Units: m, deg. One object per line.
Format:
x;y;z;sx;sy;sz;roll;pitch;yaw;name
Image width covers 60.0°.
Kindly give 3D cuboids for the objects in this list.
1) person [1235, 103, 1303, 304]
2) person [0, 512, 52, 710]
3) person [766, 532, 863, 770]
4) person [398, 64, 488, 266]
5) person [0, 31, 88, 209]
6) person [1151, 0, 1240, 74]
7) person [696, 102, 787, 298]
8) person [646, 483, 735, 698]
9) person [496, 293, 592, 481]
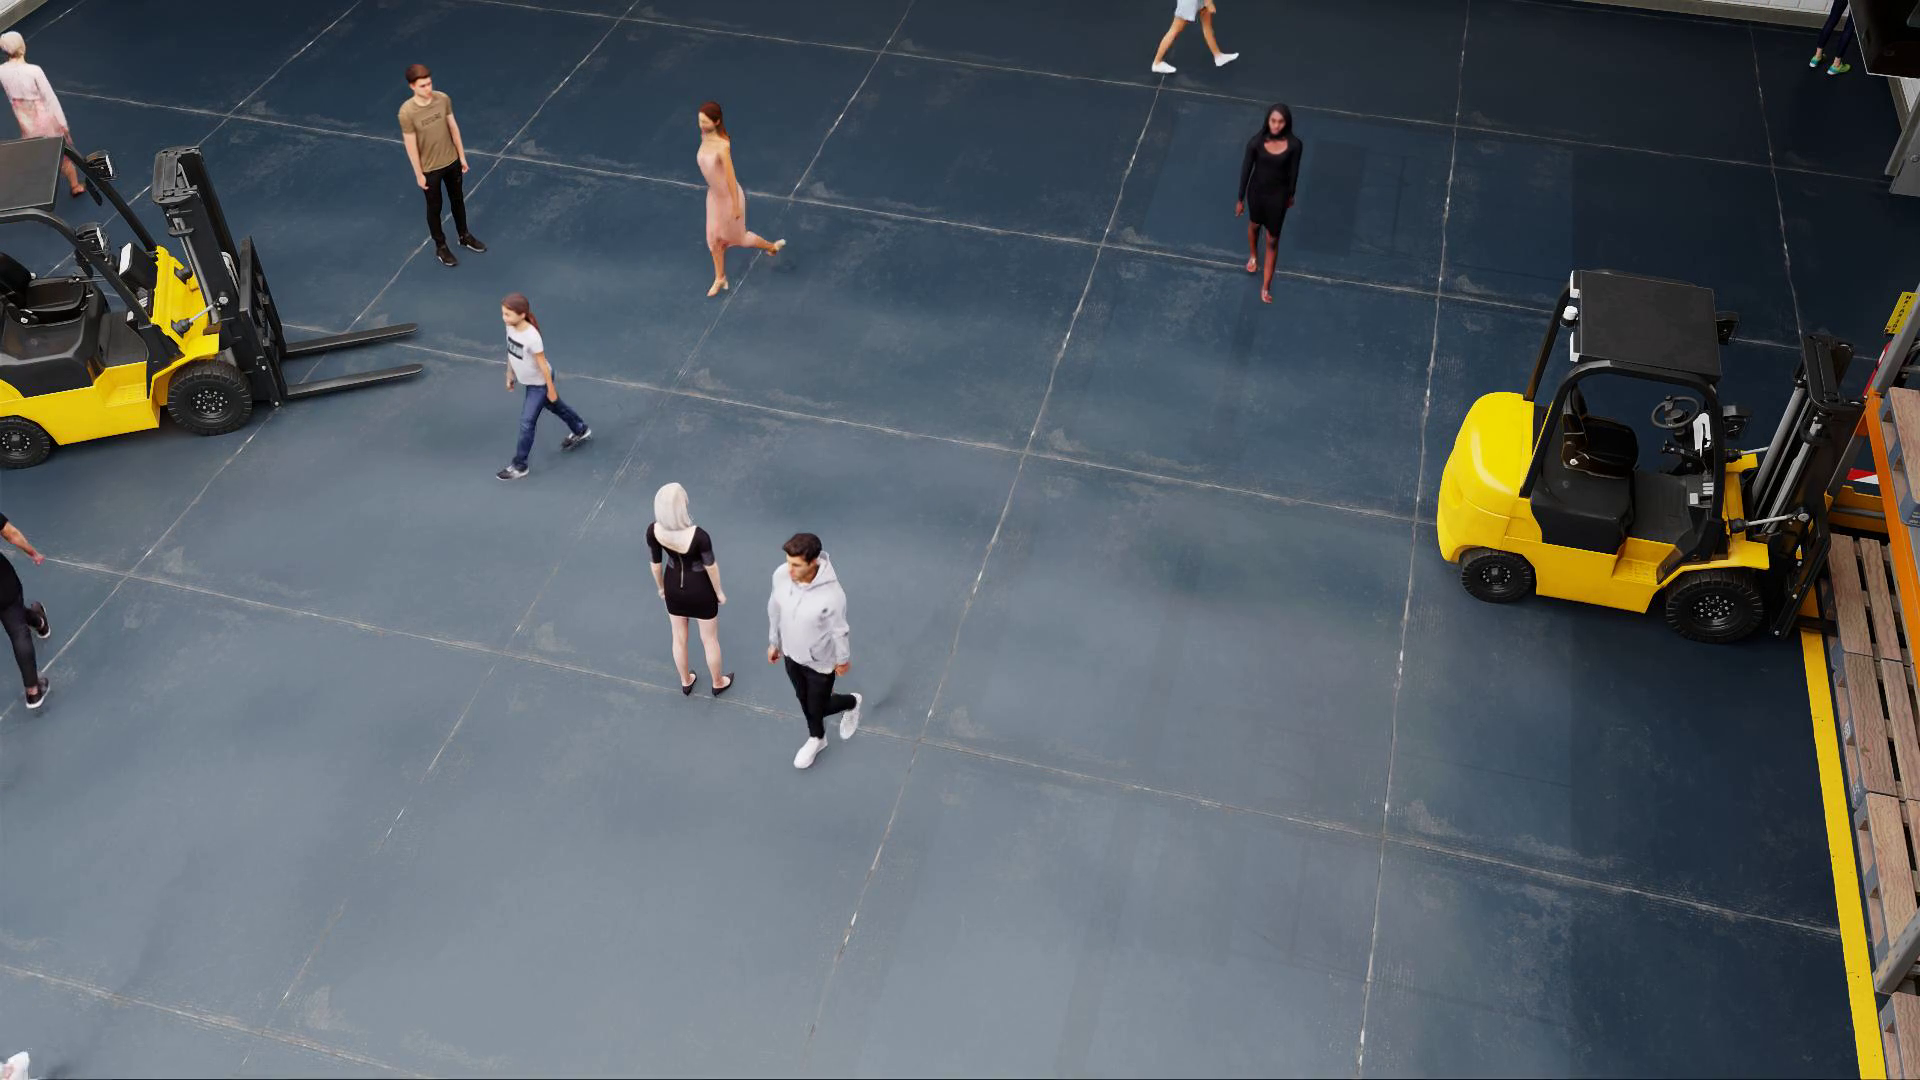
2.619;-2.968;14.181;0.716;1.686;1.105;6;44;6;person
-6.237;0.307;10.655;1.184;1.808;1.339;-13;45;-14;person
-0.867;0.621;10.247;0.830;1.915;0.928;24;49;23;person
-4.520;-3.267;14.377;0.791;1.849;0.655;32;52;29;person
-8.327;-3.746;15.003;0.784;1.679;0.933;-3;44;-3;person
2.247;-5.482;16.822;0.864;1.683;1.138;0;44;0;person
-1.899;-2.908;14.035;1.108;1.800;0.978;-25;49;-24;person
-1.728;0.331;10.614;0.603;1.830;0.516;7;44;7;person
-3.124;-1.224;12.472;1.128;1.518;0.928;-32;52;-29;person
